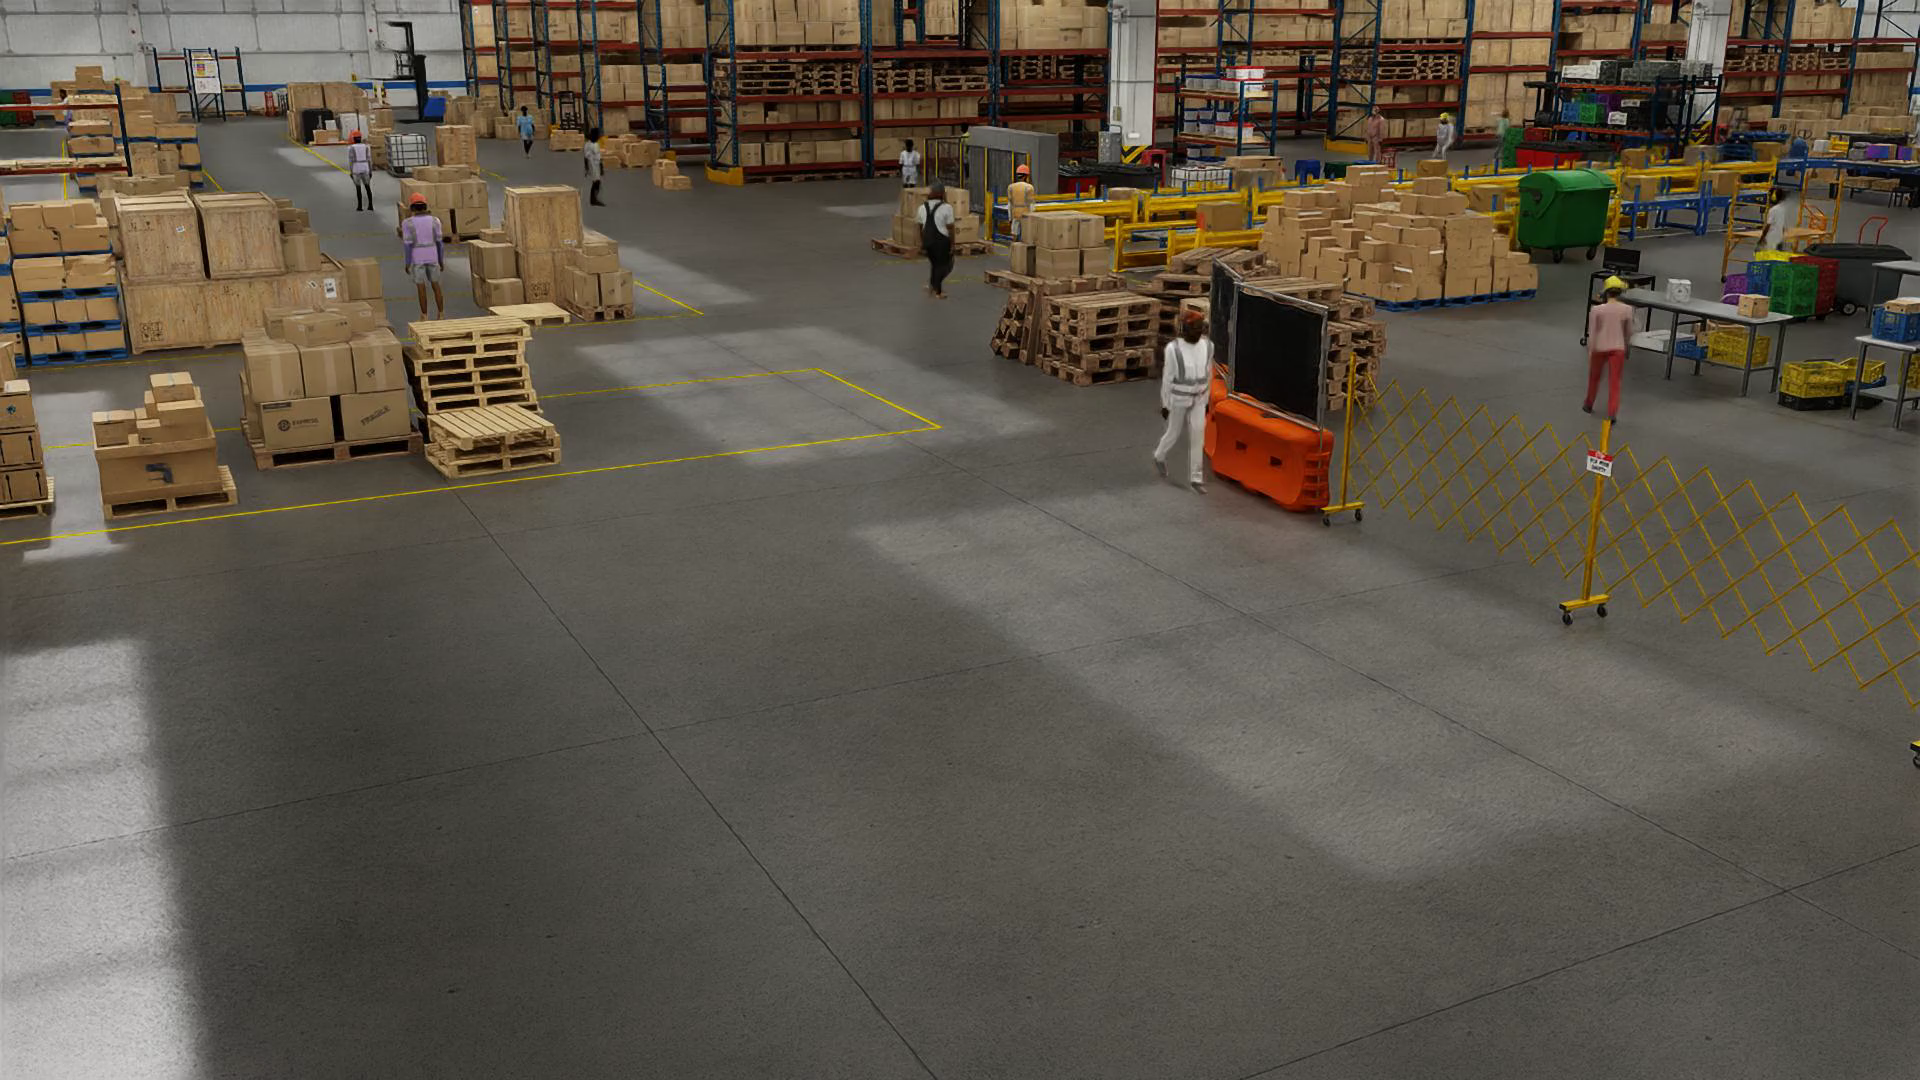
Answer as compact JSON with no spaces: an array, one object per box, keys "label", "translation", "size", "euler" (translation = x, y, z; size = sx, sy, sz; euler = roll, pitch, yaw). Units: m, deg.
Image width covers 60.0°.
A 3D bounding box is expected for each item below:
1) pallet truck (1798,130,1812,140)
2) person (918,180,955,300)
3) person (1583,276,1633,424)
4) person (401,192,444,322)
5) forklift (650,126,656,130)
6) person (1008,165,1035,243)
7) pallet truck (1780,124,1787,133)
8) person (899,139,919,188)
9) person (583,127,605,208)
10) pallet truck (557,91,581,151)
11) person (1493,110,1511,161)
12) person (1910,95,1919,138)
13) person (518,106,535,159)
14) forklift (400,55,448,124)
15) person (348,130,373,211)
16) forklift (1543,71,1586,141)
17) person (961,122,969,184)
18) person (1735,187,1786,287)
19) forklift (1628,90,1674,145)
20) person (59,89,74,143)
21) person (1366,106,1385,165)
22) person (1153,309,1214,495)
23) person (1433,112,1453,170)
[{"label":"pallet truck","translation":[25.526,-11.556,49.408],"size":[1.630,1.274,0.653],"euler":[-9,20,-26]},{"label":"person","translation":[-0.370,-4.998,27.770],"size":[0.702,2.000,0.634],"euler":[13,22,35]},{"label":"person","translation":[7.709,-2.270,19.789],"size":[0.522,1.718,0.954],"euler":[3,18,9]},{"label":"person","translation":[-8.284,-4.329,25.683],"size":[0.613,2.039,0.393],"euler":[-13,22,-35]},{"label":"forklift","translation":[-12.160,-17.999,66.948],"size":[1.129,2.768,1.873],"euler":[-9,20,-26]},{"label":"person","translation":[1.167,-6.081,31.328],"size":[0.543,1.928,0.371],"euler":[8,20,24]},{"label":"pallet truck","translation":[25.206,-12.542,52.601],"size":[1.601,1.201,0.680],"euler":[0,18,-2]},{"label":"person","translation":[-1.226,-9.046,40.982],"size":[0.532,1.677,0.481],"euler":[5,18,15]},{"label":"person","translation":[-9.004,-9.188,40.973],"size":[0.401,1.949,0.660],"euler":[5,18,14]},{"label":"pallet truck","translation":[-13.495,-14.412,57.188],"size":[0.823,1.965,1.885],"euler":[-3,18,-9]},{"label":"person","translation":[17.504,-12.987,53.390],"size":[0.814,1.595,0.521],"euler":[-5,18,-15]},{"label":"person","translation":[36.209,-16.157,62.761],"size":[0.616,1.914,0.953],"euler":[12,21,32]},{"label":"person","translation":[-14.178,-13.338,54.348],"size":[0.534,1.684,0.600],"euler":[-9,20,-27]},{"label":"forklift","translation":[-22.693,-19.038,70.187],"size":[1.873,2.768,1.129],"euler":[-9,20,-26]},{"label":"person","translation":[-14.505,-8.938,40.244],"size":[0.539,1.929,0.387],"euler":[-14,22,-37]},{"label":"forklift","translation":[18.685,-13.231,52.085],"size":[1.873,2.768,1.129],"euler":[-9,20,-26]},{"label":"person","translation":[0.153,-10.792,46.380],"size":[0.319,1.698,0.538],"euler":[-3,18,-10]},{"label":"person","translation":[13.711,-5.083,28.367],"size":[0.554,1.830,0.913],"euler":[-17,24,-42]},{"label":"forklift","translation":[24.711,-15.282,58.477],"size":[1.873,2.768,1.129],"euler":[2,18,7]},{"label":"person","translation":[-32.368,-15.383,60.363],"size":[0.443,1.906,0.601],"euler":[-13,22,-35]},{"label":"person","translation":[12.483,-12.103,50.159],"size":[0.394,1.899,0.641],"euler":[-11,21,-32]},{"label":"person","translation":[2.284,-1.451,17.017],"size":[0.589,1.861,0.876],"euler":[-7,19,-20]},{"label":"person","translation":[14.005,-11.541,48.531],"size":[0.732,1.809,0.620],"euler":[-9,20,-25]}]
